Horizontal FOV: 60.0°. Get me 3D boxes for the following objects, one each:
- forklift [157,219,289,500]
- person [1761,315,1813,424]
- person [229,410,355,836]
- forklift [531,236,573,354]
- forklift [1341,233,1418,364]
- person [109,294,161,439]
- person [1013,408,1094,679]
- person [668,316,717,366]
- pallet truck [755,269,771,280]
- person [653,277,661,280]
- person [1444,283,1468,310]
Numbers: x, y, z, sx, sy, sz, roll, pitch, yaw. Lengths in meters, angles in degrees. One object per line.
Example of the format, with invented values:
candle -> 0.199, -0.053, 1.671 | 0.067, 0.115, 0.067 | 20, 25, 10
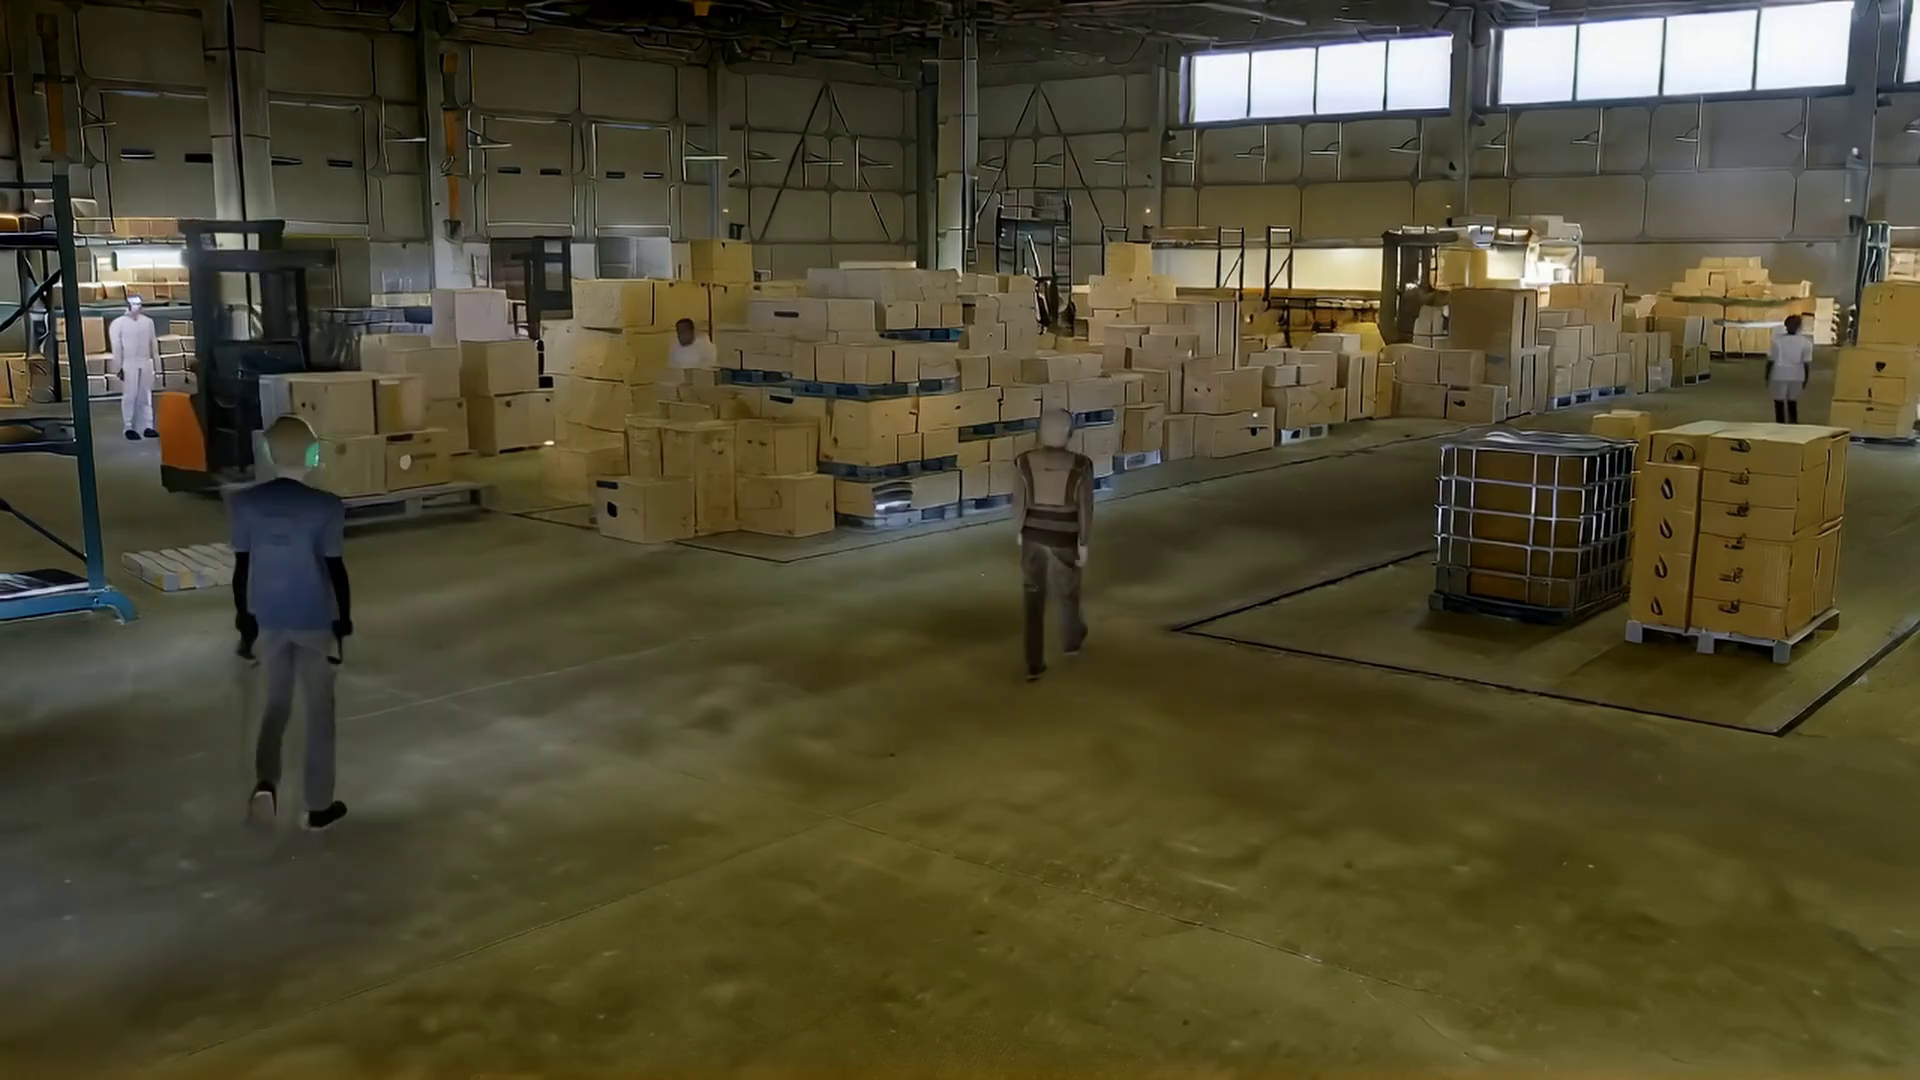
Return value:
forklift -> -7.302, -1.846, 16.900 | 1.873, 2.768, 1.129 | 8, 13, 40
person -> 10.814, -2.096, 21.752 | 0.547, 1.679, 0.412 | 2, 10, 10
person -> -2.873, 0.383, 7.121 | 0.530, 1.857, 0.560 | 0, 10, -2
forklift -> -9.601, -5.790, 39.356 | 1.873, 2.768, 1.129 | 8, 13, 40
forklift -> 8.358, -4.466, 31.817 | 1.873, 2.768, 1.129 | 8, 13, 40
person -> -11.047, -2.325, 22.327 | 0.372, 1.934, 0.627 | 6, 12, 31
person -> 0.569, -0.002, 10.068 | 0.517, 1.580, 0.904 | 2, 10, 13
person -> -2.923, -1.565, 18.365 | 0.628, 1.812, 0.863 | 4, 11, 20
pallet truck -> -4.996, -6.432, 45.525 | 1.885, 1.965, 0.823 | -6, 12, -32
person -> -6.522, -4.725, 36.011 | 0.636, 1.931, 0.377 | -5, 11, -25
person -> 9.381, -3.900, 31.385 | 0.938, 1.908, 0.642 | -7, 12, -34
